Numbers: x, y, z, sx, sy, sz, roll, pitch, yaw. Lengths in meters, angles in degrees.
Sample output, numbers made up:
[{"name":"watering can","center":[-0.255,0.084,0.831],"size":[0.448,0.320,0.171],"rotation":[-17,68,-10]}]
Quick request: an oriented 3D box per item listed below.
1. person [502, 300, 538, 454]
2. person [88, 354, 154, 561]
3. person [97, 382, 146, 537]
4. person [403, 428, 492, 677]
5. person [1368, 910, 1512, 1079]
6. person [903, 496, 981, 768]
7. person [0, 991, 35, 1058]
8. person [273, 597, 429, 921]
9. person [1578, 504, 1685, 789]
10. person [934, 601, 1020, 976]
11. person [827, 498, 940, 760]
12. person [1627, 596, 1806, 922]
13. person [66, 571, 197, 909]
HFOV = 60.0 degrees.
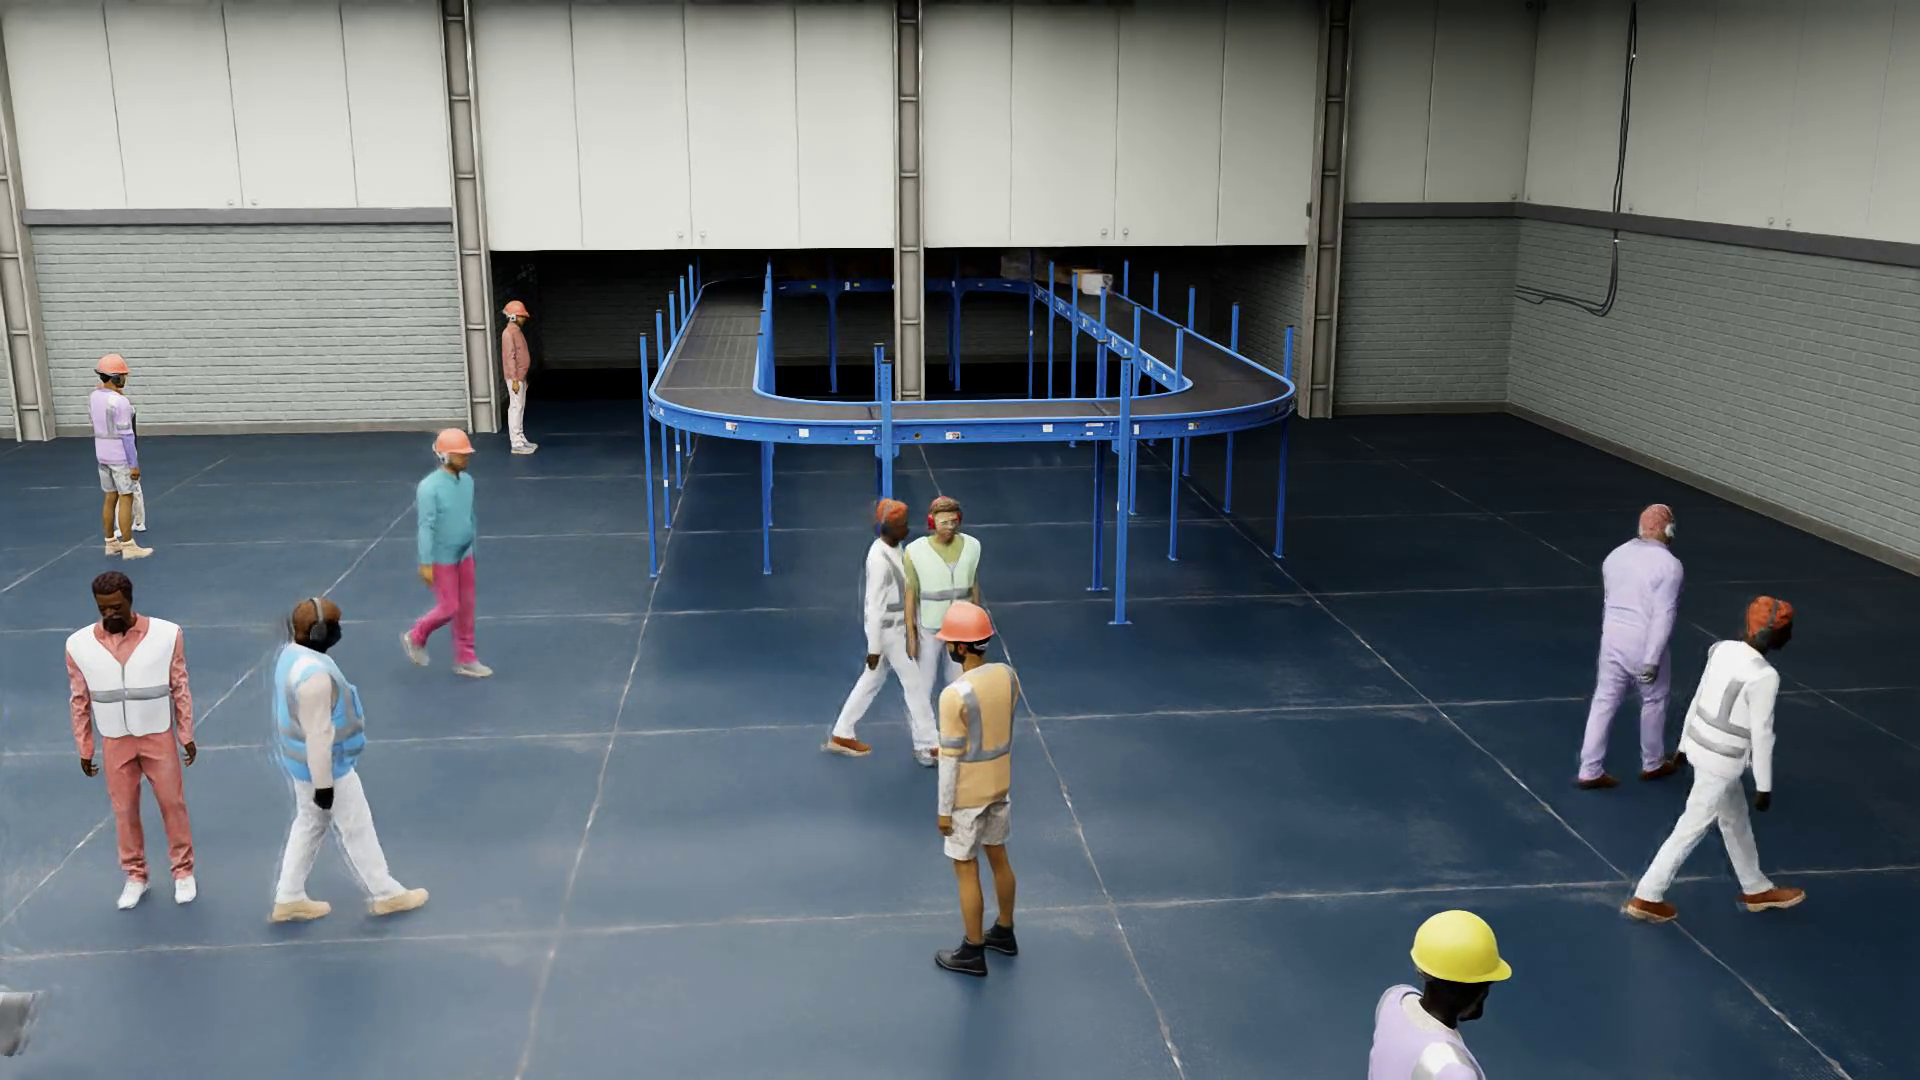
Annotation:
[{"name":"person","center":[-5.792,-2.135,21.788],"size":[0.376,1.996,0.612],"rotation":[-1,14,-5]},{"name":"person","center":[-8.316,-0.821,16.470],"size":[0.604,2.034,0.417],"rotation":[9,17,32]},{"name":"person","center":[-8.766,-0.844,17.345],"size":[0.307,1.640,0.520],"rotation":[4,14,14]},{"name":"person","center":[-3.983,0.106,12.850],"size":[0.612,1.978,0.639],"rotation":[6,15,22]},{"name":"person","center":[1.470,2.046,5.200],"size":[0.371,1.925,0.595],"rotation":[-2,14,-8]},{"name":"person","center":[-0.124,0.596,11.172],"size":[0.570,1.840,0.373],"rotation":[-7,16,-27]},{"name":"person","center":[-4.472,1.563,7.136],"size":[0.700,1.920,0.620],"rotation":[-12,18,-39]},{"name":"person","center":[-3.372,1.178,8.920],"size":[0.793,1.811,0.648],"rotation":[-9,16,-31]},{"name":"person","center":[4.399,0.696,10.778],"size":[0.919,1.839,0.655],"rotation":[-7,16,-26]},{"name":"person","center":[0.058,1.243,8.420],"size":[0.395,1.928,0.542],"rotation":[11,18,38]},{"name":"person","center":[-0.459,0.604,11.156],"size":[0.968,1.839,0.583],"rotation":[0,14,0]},{"name":"person","center":[4.090,1.175,8.856],"size":[1.003,1.829,0.612],"rotation":[1,14,2]},{"name":"person","center":[-4.519,1.077,9.121],"size":[0.599,1.909,0.399],"rotation":[-5,15,-18]}]
